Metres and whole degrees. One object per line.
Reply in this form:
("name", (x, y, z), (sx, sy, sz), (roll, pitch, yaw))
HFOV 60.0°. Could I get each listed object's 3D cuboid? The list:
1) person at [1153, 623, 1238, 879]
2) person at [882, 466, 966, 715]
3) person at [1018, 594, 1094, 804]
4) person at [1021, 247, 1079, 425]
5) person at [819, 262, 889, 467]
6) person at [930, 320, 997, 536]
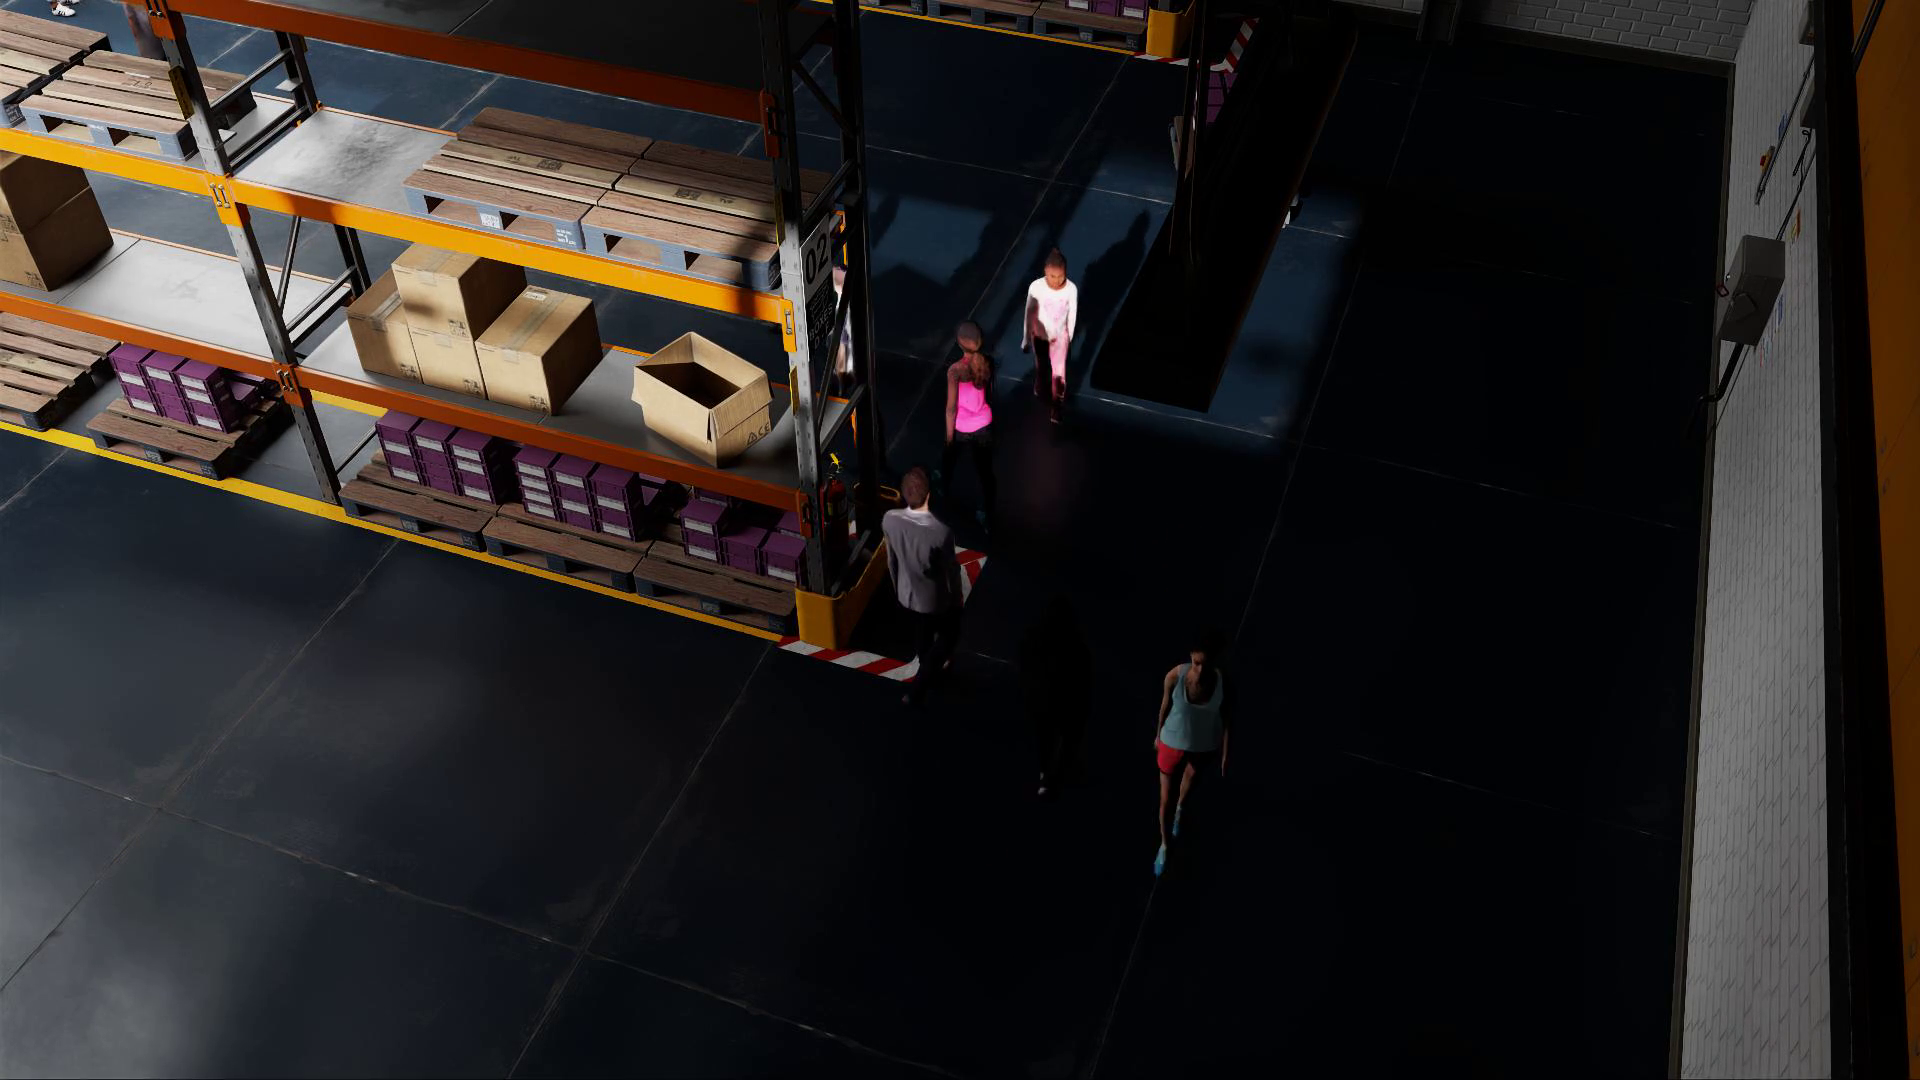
("person", (1.360, 1.118, 9.742), (0.846, 1.751, 0.764), (6, 44, 6))
("person", (-0.268, 0.382, 10.462), (0.896, 1.823, 0.888), (26, 50, 25))
("person", (0.525, 1.004, 9.969), (0.726, 1.602, 0.705), (16, 46, 17))
("person", (0.688, -1.672, 12.915), (0.959, 1.414, 0.792), (4, 44, 4))
("person", (-0.737, -1.230, 12.222), (1.113, 1.730, 0.764), (24, 48, 23))
("person", (0.118, -0.733, 11.729), (0.993, 1.690, 1.063), (-19, 47, -19))
